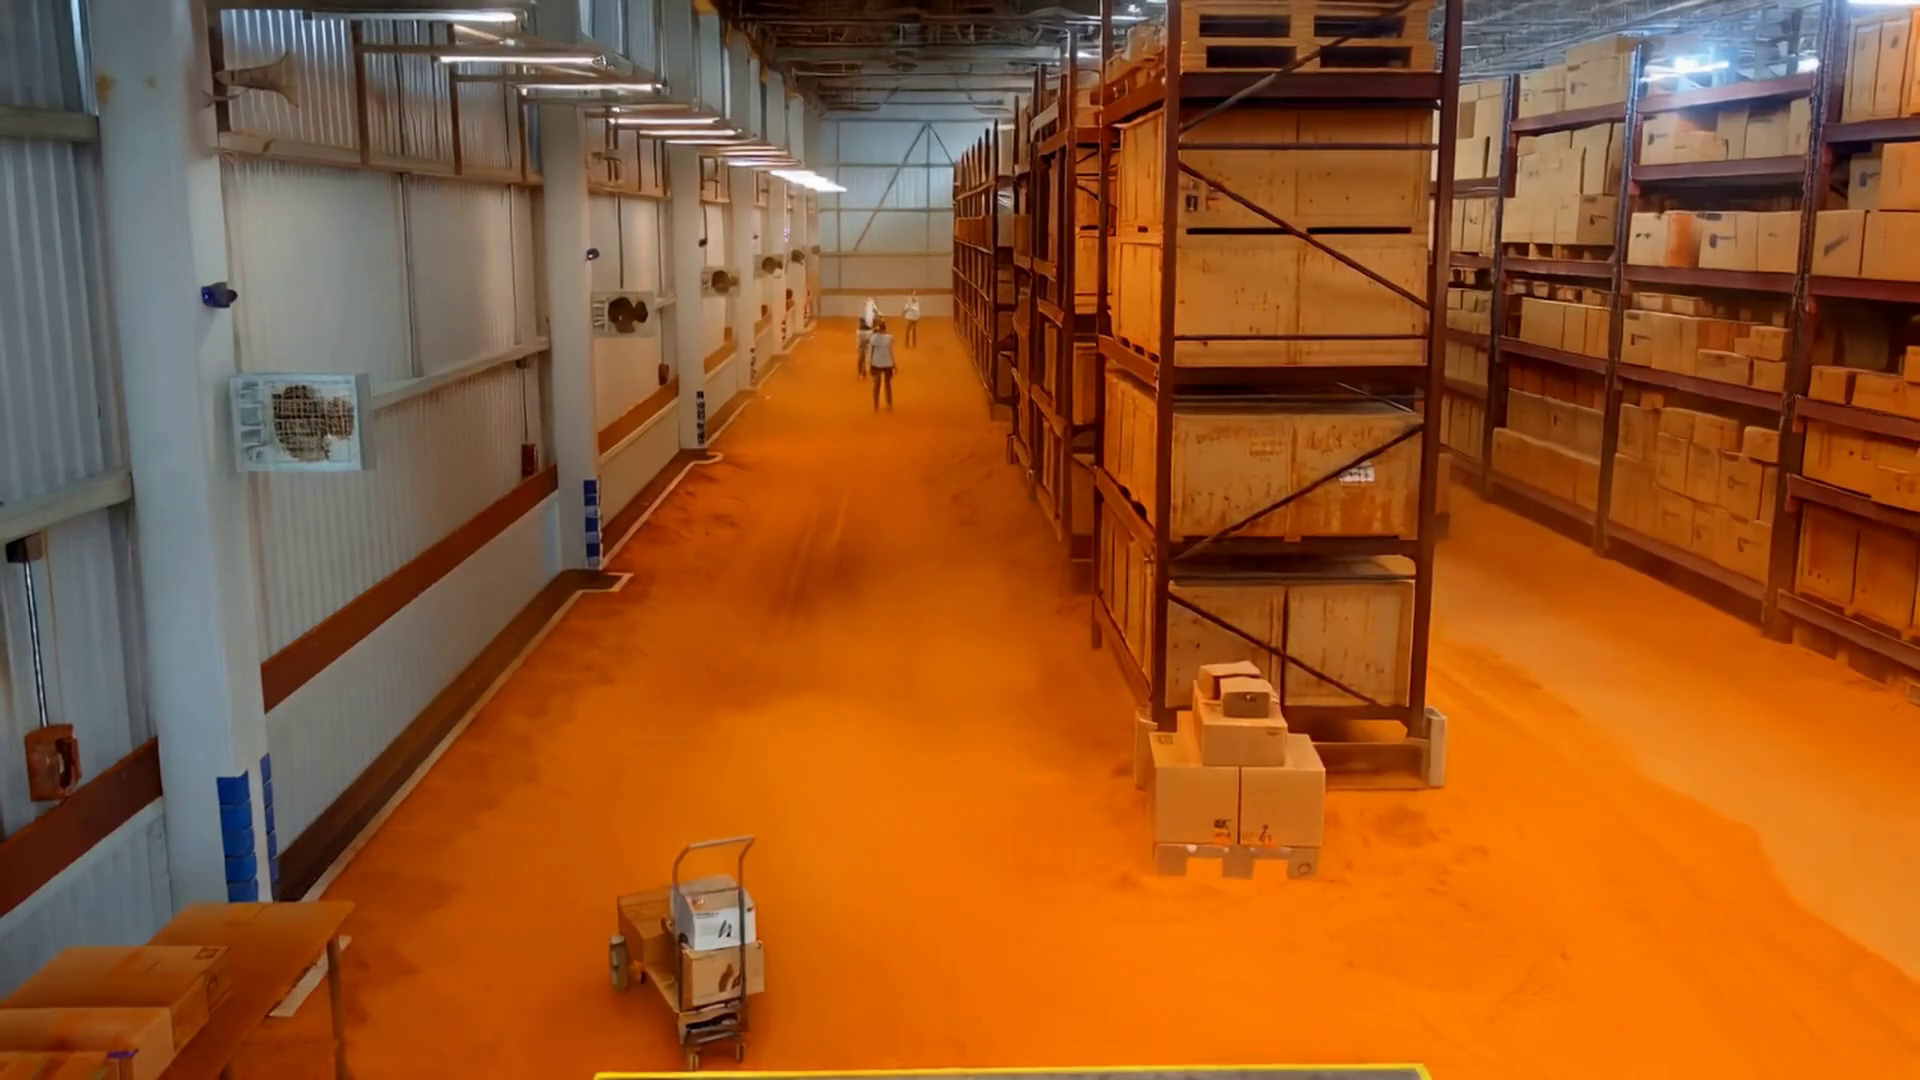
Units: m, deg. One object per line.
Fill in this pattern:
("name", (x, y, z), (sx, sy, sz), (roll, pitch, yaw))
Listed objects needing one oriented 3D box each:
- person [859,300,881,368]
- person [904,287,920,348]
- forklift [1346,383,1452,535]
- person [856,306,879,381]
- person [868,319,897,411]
("person", (-2.504, -5.766, 46.460), (0.644, 1.878, 0.734), (-4, 11, -18))
("person", (-1.532, -7.166, 53.600), (0.547, 1.934, 0.375), (-5, 12, -26))
("forklift", (5.515, -1.541, 21.865), (1.129, 2.768, 1.873), (-5, 12, -22))
("person", (-2.372, -5.029, 42.564), (0.601, 1.906, 0.411), (-2, 11, -9))
("person", (-1.658, -3.755, 35.730), (0.621, 1.986, 0.411), (-3, 11, -17))
